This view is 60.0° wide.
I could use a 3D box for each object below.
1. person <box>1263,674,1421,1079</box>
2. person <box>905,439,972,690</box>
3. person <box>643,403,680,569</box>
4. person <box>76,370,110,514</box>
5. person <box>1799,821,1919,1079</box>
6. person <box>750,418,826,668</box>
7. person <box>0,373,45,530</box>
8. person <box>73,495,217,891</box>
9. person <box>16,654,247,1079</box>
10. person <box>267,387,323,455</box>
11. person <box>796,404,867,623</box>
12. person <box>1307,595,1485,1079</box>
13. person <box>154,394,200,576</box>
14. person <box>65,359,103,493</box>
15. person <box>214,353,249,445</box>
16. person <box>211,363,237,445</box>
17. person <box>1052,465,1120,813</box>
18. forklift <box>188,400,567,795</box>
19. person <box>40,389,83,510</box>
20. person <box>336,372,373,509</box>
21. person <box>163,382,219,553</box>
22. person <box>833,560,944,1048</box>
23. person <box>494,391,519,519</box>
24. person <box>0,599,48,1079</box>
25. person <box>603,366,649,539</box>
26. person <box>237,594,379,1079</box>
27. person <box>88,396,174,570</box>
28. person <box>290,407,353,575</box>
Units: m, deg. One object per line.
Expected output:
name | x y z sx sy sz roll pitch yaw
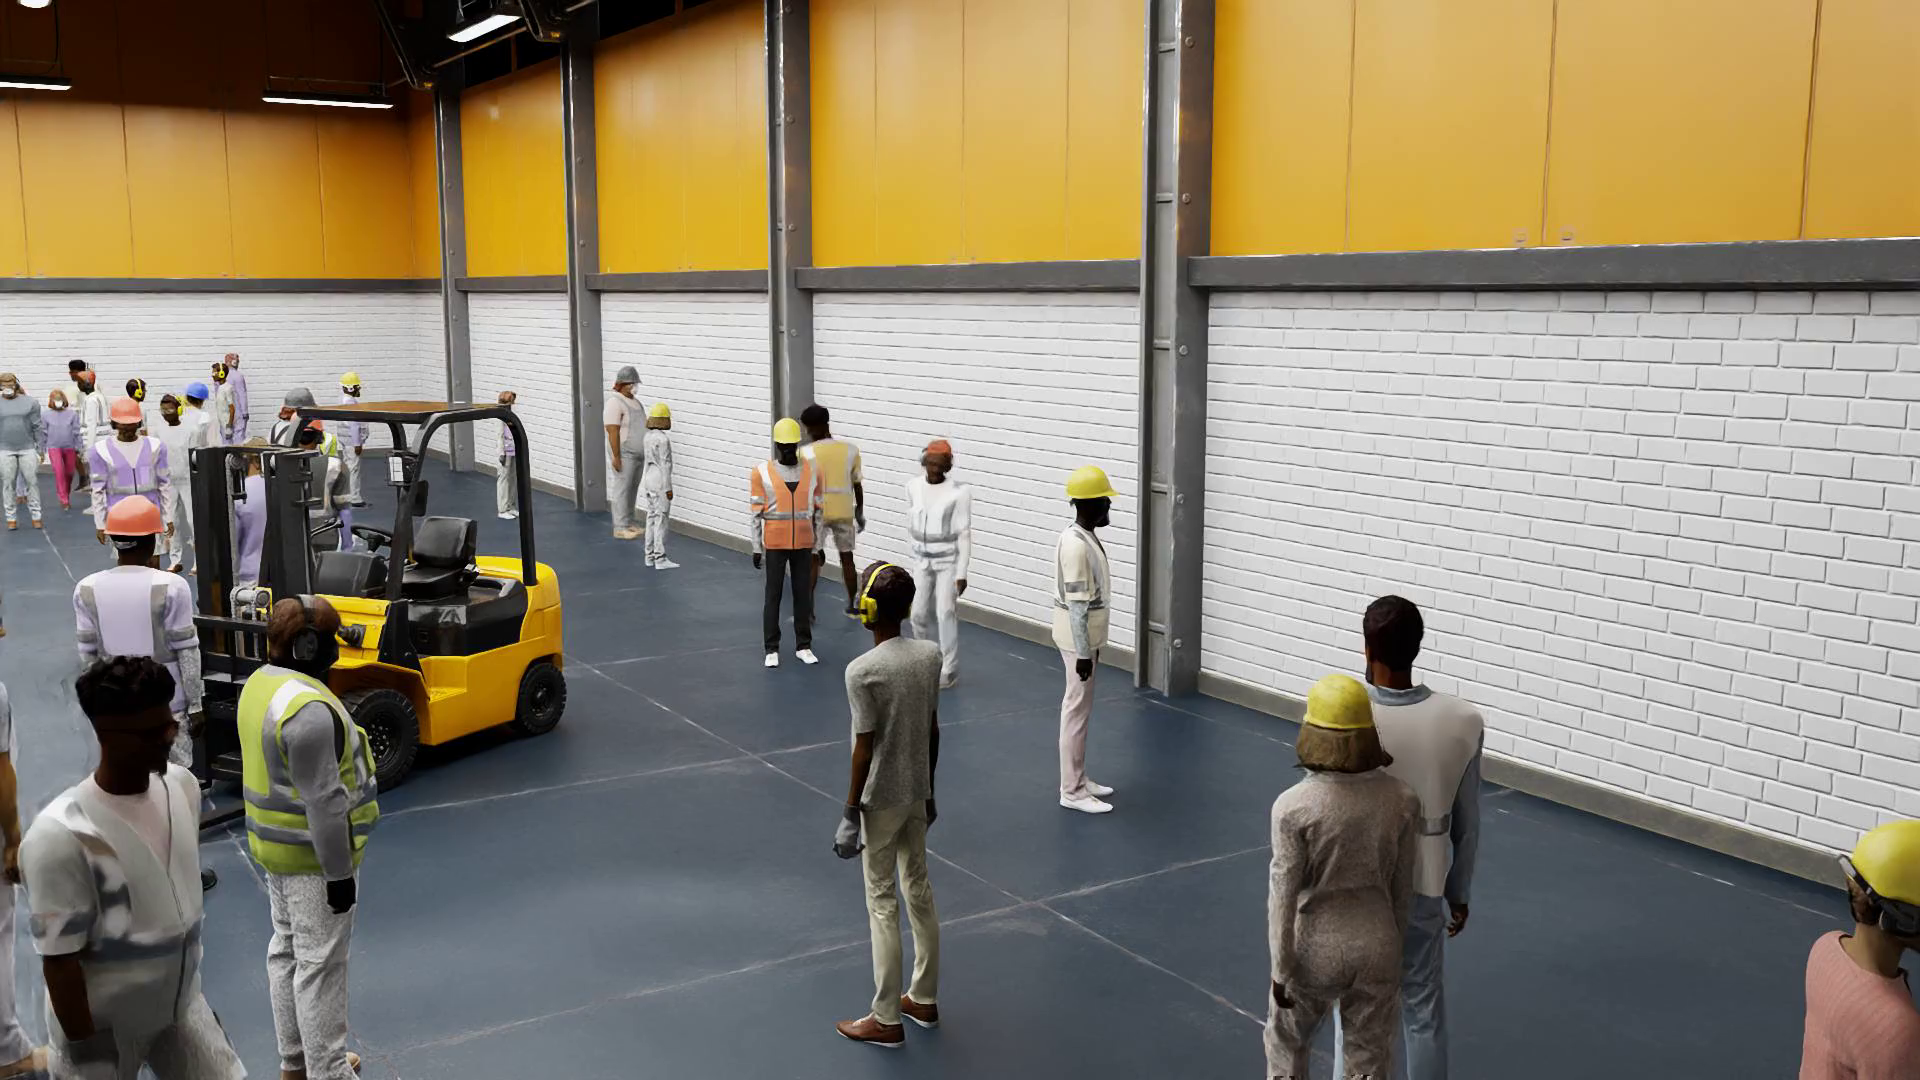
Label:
person | 1.155 1.257 5.186 0.500 1.727 0.571 -1 8 -7
person | -0.142 0.181 12.017 0.599 1.848 0.481 5 10 31
person | -3.147 -0.570 17.487 0.322 1.737 0.488 -6 10 -34
person | -11.313 -1.274 21.743 0.359 1.880 0.575 -3 9 -18
person | 2.004 1.467 3.683 0.343 1.755 0.531 2 9 12
person | -1.321 0.018 12.861 0.594 1.926 0.366 -3 9 -21
person | -11.502 -1.074 20.244 0.636 1.928 0.383 -5 10 -31
person | -3.847 0.754 7.864 0.543 1.939 0.356 0 8 -3
person | -2.147 1.260 4.506 0.968 1.915 0.631 2 9 16
person | -6.082 -0.409 15.363 0.537 2.000 0.687 -8 12 -44
person | -1.121 -0.229 14.538 0.693 1.934 0.562 -3 9 -18
person | 1.391 1.131 5.396 0.598 1.919 0.383 -1 8 -6
person | -7.975 -0.559 16.986 0.505 1.864 0.331 1 8 6
person | -12.529 -1.619 23.815 0.456 1.947 0.618 4 9 23
person | -11.949 -2.126 27.404 0.639 1.902 0.407 4 9 26
person | -10.780 -1.666 24.413 0.310 1.868 0.533 -6 10 -33
person | 0.701 0.545 9.304 0.361 1.930 0.587 1 8 6
forklift | -3.529 0.258 10.348 1.214 2.155 2.313 4 9 25
person | -12.071 -1.228 22.339 0.504 1.610 0.735 -7 11 -38
person | -8.109 -1.326 22.240 0.404 1.833 0.586 -6 10 -33
person | -8.642 -0.811 18.618 0.651 1.902 0.837 -1 9 -8
person | -0.280 1.007 6.388 0.328 1.873 0.520 7 11 39
person | -5.784 -1.091 21.299 0.307 1.639 0.525 1 9 8
person | -3.600 1.070 6.063 0.505 1.840 0.345 4 9 24
person | -3.883 -1.044 19.640 0.536 2.000 0.688 2 9 13
person | -2.272 1.101 5.863 0.429 1.842 0.626 -7 11 -39
person | -6.911 -0.190 13.929 0.613 2.033 0.411 -6 11 -37
person | -4.863 0.027 12.471 0.601 2.035 0.408 -3 9 -18
